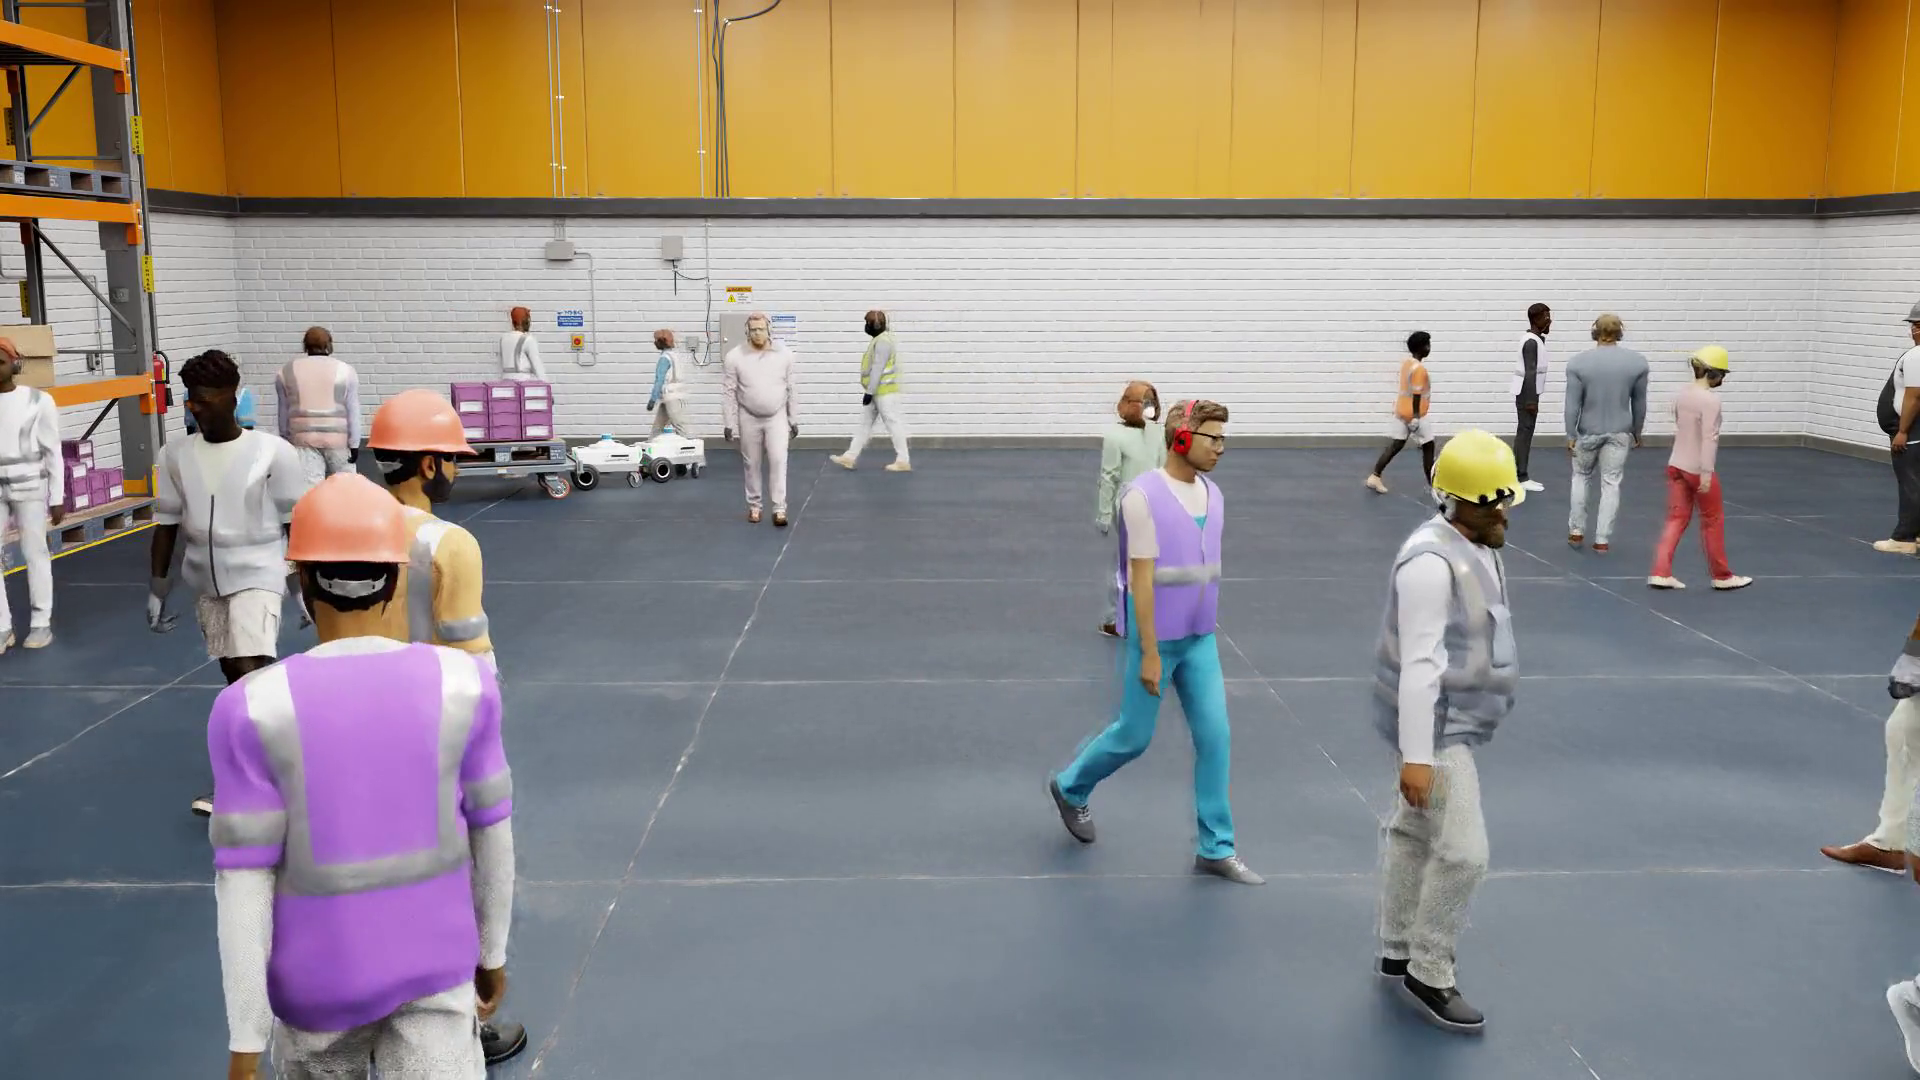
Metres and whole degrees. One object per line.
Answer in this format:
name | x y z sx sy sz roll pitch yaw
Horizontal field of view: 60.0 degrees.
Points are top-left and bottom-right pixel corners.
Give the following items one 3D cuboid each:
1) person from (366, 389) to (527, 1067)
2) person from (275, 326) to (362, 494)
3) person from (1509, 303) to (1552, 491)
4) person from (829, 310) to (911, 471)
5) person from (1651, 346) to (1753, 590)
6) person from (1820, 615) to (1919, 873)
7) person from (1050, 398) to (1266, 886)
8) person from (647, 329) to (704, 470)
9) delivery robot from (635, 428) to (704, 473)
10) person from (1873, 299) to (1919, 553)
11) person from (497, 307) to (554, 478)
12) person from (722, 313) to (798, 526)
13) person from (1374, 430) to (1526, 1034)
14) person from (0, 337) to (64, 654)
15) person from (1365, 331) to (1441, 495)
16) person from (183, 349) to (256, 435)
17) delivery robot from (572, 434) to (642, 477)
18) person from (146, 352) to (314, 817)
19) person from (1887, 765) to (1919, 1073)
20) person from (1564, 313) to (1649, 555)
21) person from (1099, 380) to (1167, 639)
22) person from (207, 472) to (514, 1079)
person | -1.510 0.542 4.711 0.551 1.932 0.376 5 10 27
person | -5.044 -0.773 13.160 0.638 1.814 0.756 -2 10 -14
person | 5.864 -1.474 17.122 0.398 1.920 0.588 3 10 19
person | -0.984 -1.656 18.601 0.940 1.791 0.640 -2 9 -10
person | 5.243 -0.491 11.666 0.720 1.721 0.559 -1 9 -9
person | 3.657 0.391 5.958 0.890 1.838 0.523 8 13 42
person | 0.748 0.358 6.296 0.562 1.804 0.897 -8 12 -42
person | -3.293 -1.569 18.702 0.848 1.590 0.510 -1 9 -4
delivery robot | -3.115 -0.963 17.876 0.707 0.478 0.477 -8 12 -39
person | 7.653 -0.920 13.355 0.682 2.000 0.537 -7 12 -37
person | -4.712 -1.615 18.212 0.598 1.850 0.881 8 12 42
person | -1.749 -1.043 14.626 0.673 1.870 0.898 -2 9 -9
person | 1.464 0.565 4.982 0.465 1.800 0.680 5 10 27
person | -5.590 -0.250 9.773 0.604 1.861 0.675 -1 9 -8
person | 4.493 -1.265 16.655 0.854 1.659 0.541 -1 9 -4
person | -5.846 -0.693 13.176 0.543 1.646 0.881 -2 9 -12
delivery robot | -3.654 -0.858 17.227 0.707 0.478 0.477 -2 9 -15
person | -3.083 0.189 6.924 0.638 1.916 0.961 1 9 6
person | 2.637 0.739 4.220 0.493 1.700 0.799 0 9 -1
person | 5.158 -0.859 13.369 0.643 1.917 0.736 2 10 14
person | 1.133 -0.147 9.967 0.795 1.600 0.502 9 13 43
person | -1.108 0.821 3.182 0.566 1.886 1.027 -5 11 -28
